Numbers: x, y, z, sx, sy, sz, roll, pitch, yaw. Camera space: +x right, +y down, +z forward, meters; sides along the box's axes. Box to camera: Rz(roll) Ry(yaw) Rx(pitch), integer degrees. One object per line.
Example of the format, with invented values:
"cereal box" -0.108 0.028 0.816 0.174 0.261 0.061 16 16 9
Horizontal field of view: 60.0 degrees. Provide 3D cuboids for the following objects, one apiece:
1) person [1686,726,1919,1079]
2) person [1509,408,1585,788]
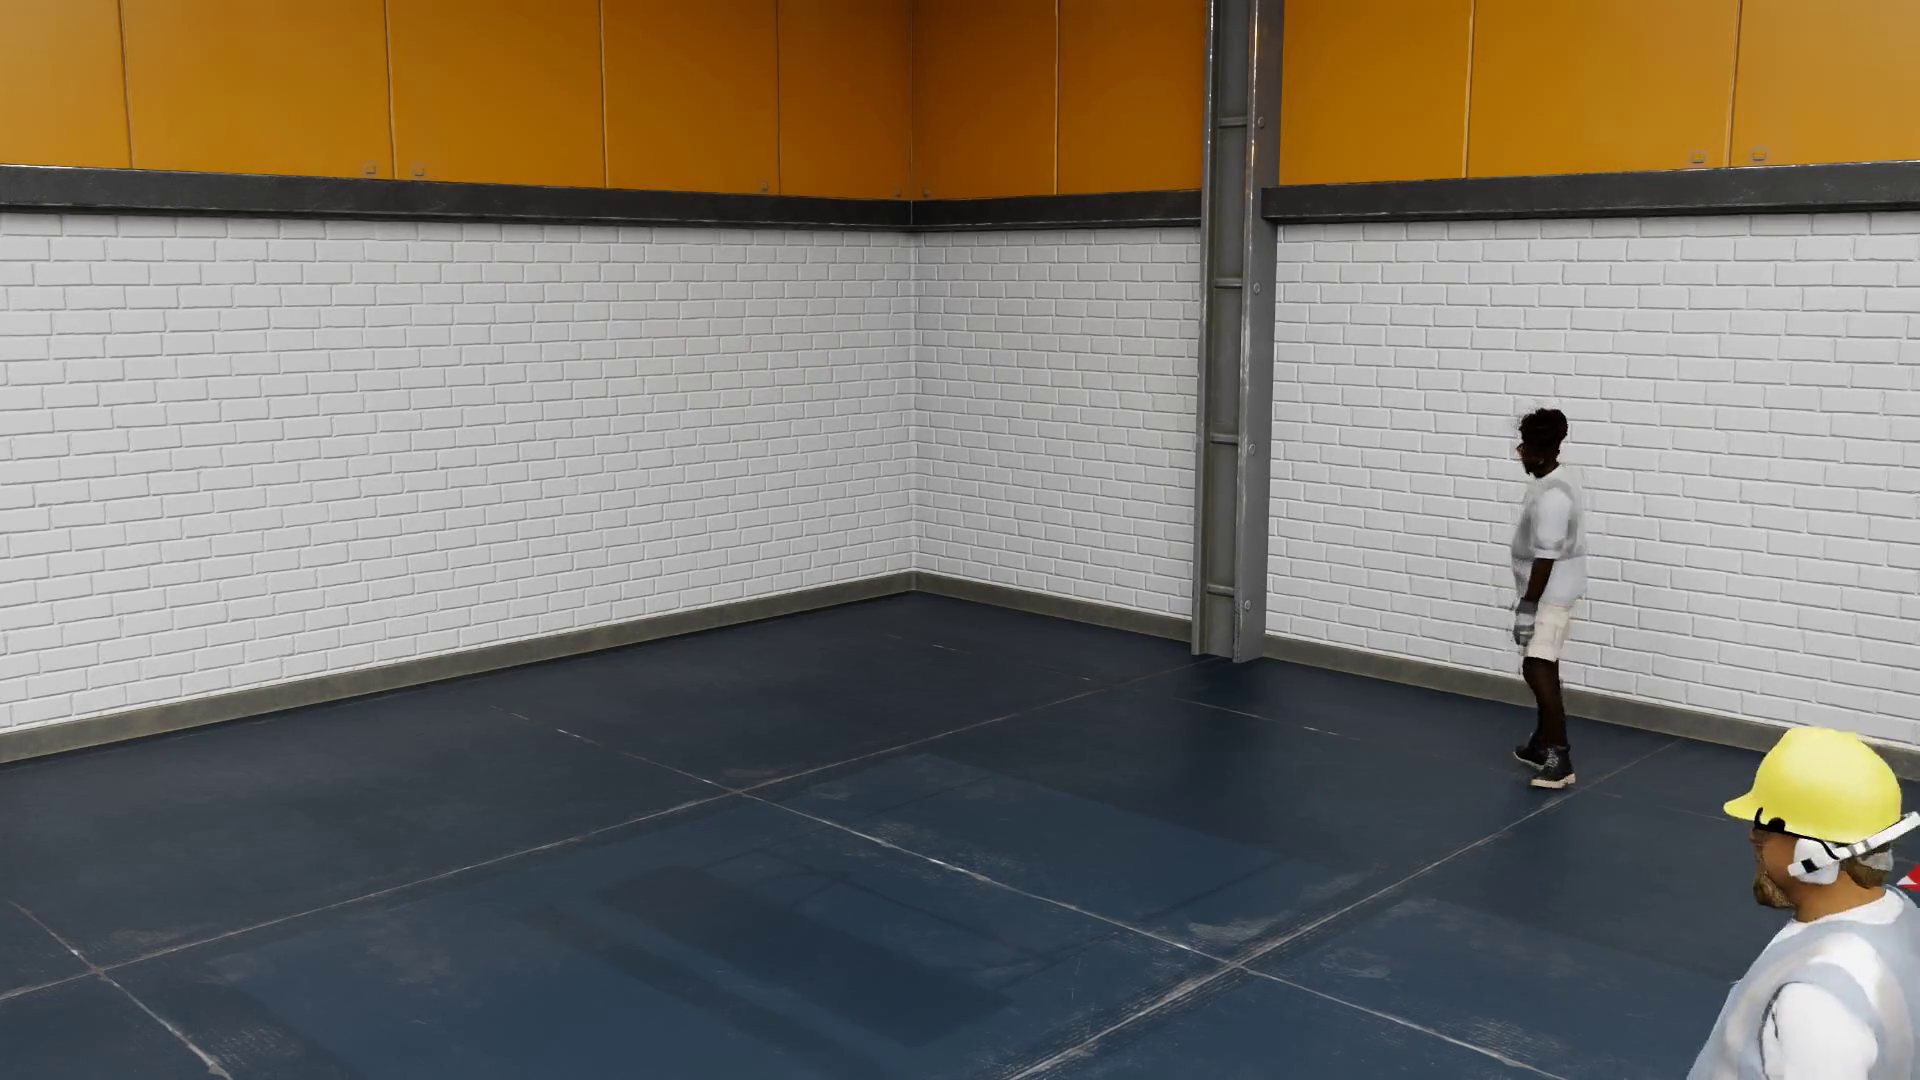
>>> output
"person" 1.607 1.228 3.027 0.810 1.803 0.598 8 12 39
"person" 2.987 0.279 8.484 0.375 1.925 0.706 4 10 24
